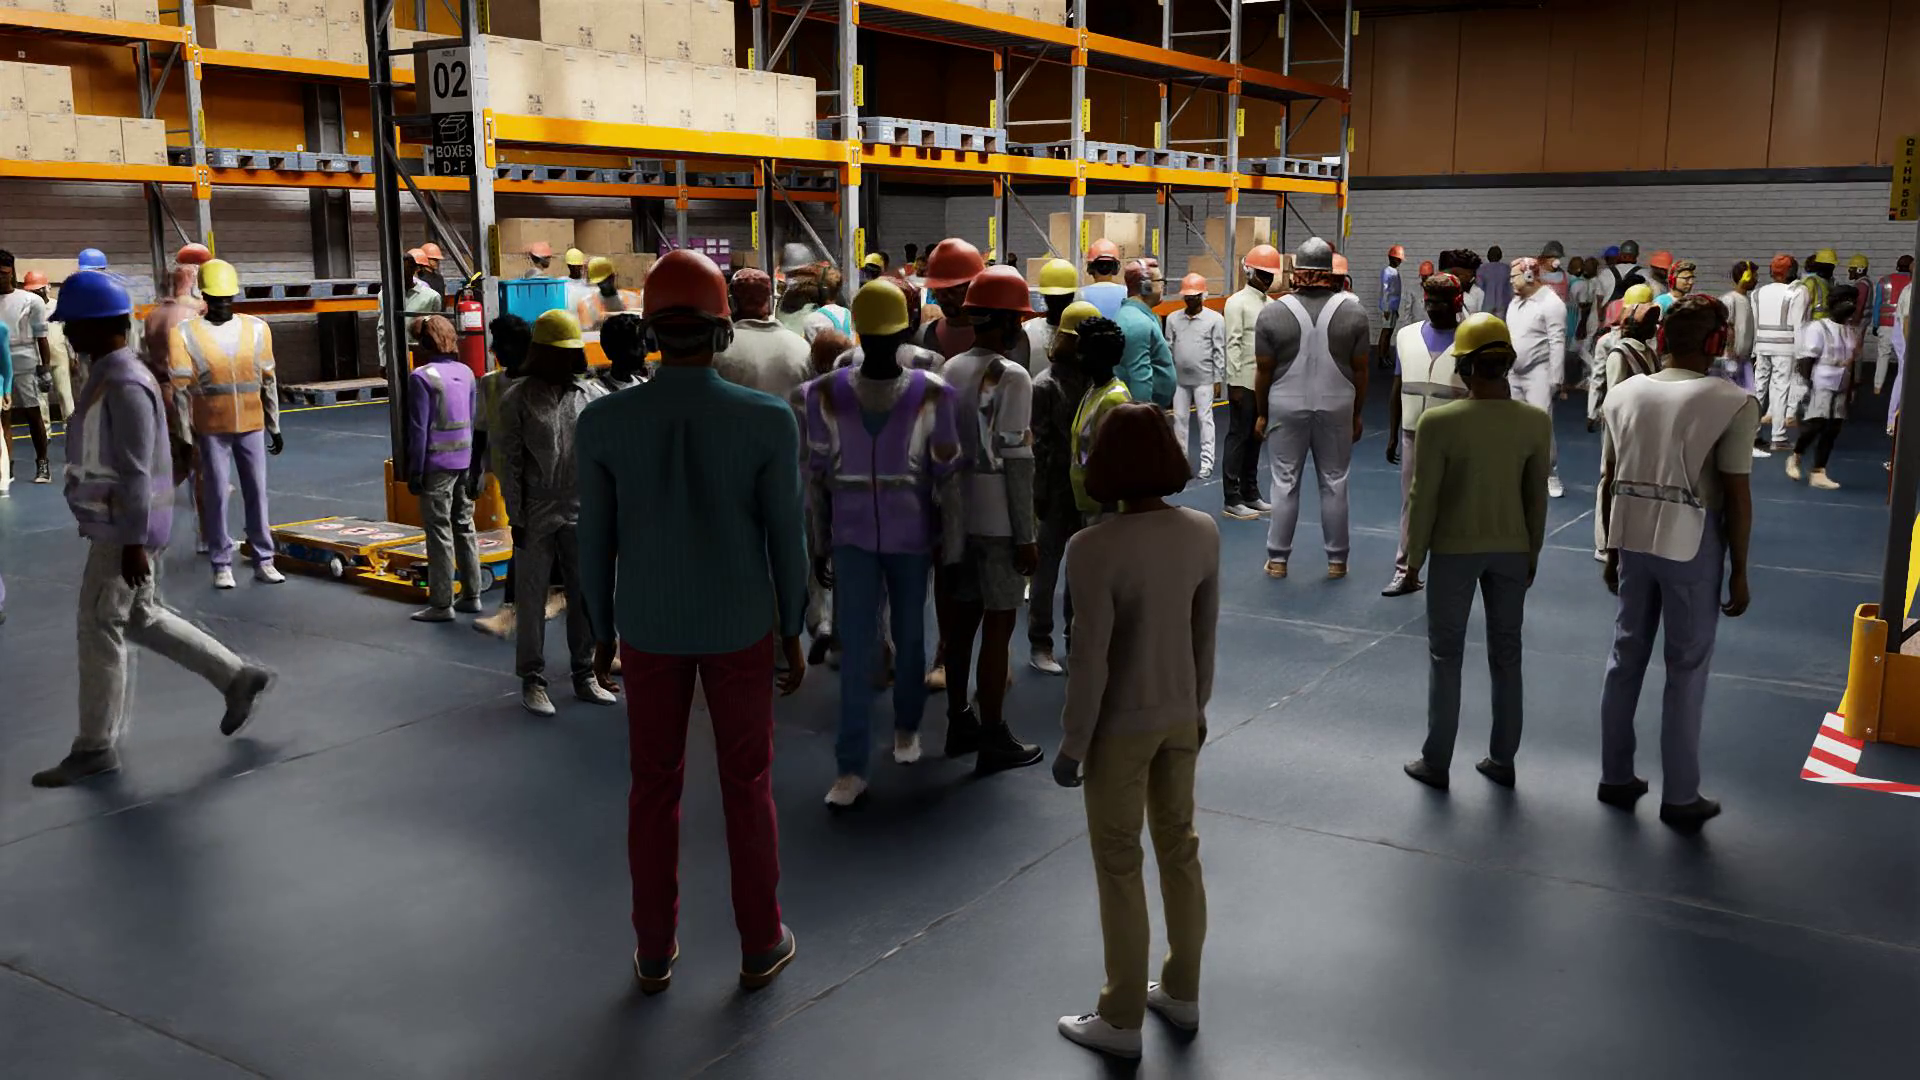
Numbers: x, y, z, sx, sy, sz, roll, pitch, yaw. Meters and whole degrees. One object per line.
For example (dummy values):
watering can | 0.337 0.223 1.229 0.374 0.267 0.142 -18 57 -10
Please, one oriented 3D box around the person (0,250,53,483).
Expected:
person | -7.865 -1.428 13.789 0.610 1.959 0.368 -2 10 -12

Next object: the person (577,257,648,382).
person | -3.041 -1.574 14.805 0.706 1.874 0.459 -6 12 -31

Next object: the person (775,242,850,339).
person | -1.142 -1.237 12.485 0.708 2.000 0.540 9 14 42

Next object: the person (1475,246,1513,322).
person | 8.468 -3.700 26.440 0.627 1.933 0.367 -1 10 -5

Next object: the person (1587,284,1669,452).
person | 4.498 -0.847 11.197 0.510 1.731 0.471 4 11 19

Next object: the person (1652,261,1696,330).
person | 6.037 -1.443 14.164 0.570 1.843 0.373 -8 13 -37

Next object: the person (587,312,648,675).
person | -1.585 -0.220 7.826 0.320 1.694 0.535 5 11 27

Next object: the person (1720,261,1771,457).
person | 7.281 -1.699 15.627 0.545 1.831 0.712 -8 13 -39

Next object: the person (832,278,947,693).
person | -0.327 -0.216 7.328 0.584 1.866 0.626 5 11 24

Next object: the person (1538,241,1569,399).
person | 7.462 -2.798 21.135 0.689 2.000 0.730 -2 10 -11

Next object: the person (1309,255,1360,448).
person | 3.520 -1.766 15.879 0.563 1.891 1.018 0 10 2

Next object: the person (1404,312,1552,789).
person | 1.901 0.047 6.155 0.525 1.760 0.341 -1 10 -6

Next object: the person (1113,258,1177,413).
person | 1.116 -0.752 10.156 0.409 1.913 0.651 0 10 0

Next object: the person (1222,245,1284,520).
person | 2.147 -1.148 12.143 0.393 1.985 0.611 8 13 37

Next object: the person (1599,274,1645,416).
person | 7.429 -2.154 18.643 0.856 1.649 0.537 -6 12 -32

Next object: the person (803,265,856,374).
person | -0.926 -0.991 11.659 0.340 1.846 0.512 7 12 34

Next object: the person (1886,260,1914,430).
person | 10.085 -2.067 17.662 0.348 1.836 0.517 6 12 32

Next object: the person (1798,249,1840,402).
person | 10.733 -2.672 20.801 0.581 1.918 0.404 -8 13 -38

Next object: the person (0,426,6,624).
person | -5.267 -0.402 8.650 0.516 1.759 0.335 -7 12 -34

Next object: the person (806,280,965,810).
person | -0.280 -0.014 6.163 0.602 1.878 0.895 1 10 5

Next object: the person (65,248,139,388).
person | -7.854 -1.686 15.235 0.613 1.943 0.405 -2 10 -9

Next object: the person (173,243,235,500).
person | -5.934 -1.311 13.020 0.393 1.992 0.622 -3 11 -15

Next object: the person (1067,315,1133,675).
person | 0.647 -0.159 7.489 0.318 1.691 0.537 -1 10 -5

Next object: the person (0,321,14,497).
person | -7.706 -1.178 12.999 0.352 1.738 0.573 7 12 32

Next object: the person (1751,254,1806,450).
person | 7.904 -1.811 16.098 0.350 1.884 0.583 -6 12 -29

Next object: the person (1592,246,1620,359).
person | 10.173 -3.653 26.171 0.441 1.929 0.631 9 14 42

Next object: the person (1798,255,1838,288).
person | 11.423 -2.917 22.397 0.648 1.818 0.628 4 11 21

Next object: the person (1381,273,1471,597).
person | 2.691 -0.572 9.365 0.564 1.837 0.388 7 12 34

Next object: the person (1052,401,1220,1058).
person | 0.442 0.470 4.154 0.508 1.631 0.264 -8 13 -39

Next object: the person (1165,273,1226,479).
person | 1.983 -1.394 14.181 0.568 1.743 0.350 7 12 32

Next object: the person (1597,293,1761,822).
person | 2.479 0.067 5.821 0.394 1.838 0.560 -7 12 -33

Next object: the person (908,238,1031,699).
person | 0.007 -0.304 7.359 0.612 2.030 0.403 4 11 22
